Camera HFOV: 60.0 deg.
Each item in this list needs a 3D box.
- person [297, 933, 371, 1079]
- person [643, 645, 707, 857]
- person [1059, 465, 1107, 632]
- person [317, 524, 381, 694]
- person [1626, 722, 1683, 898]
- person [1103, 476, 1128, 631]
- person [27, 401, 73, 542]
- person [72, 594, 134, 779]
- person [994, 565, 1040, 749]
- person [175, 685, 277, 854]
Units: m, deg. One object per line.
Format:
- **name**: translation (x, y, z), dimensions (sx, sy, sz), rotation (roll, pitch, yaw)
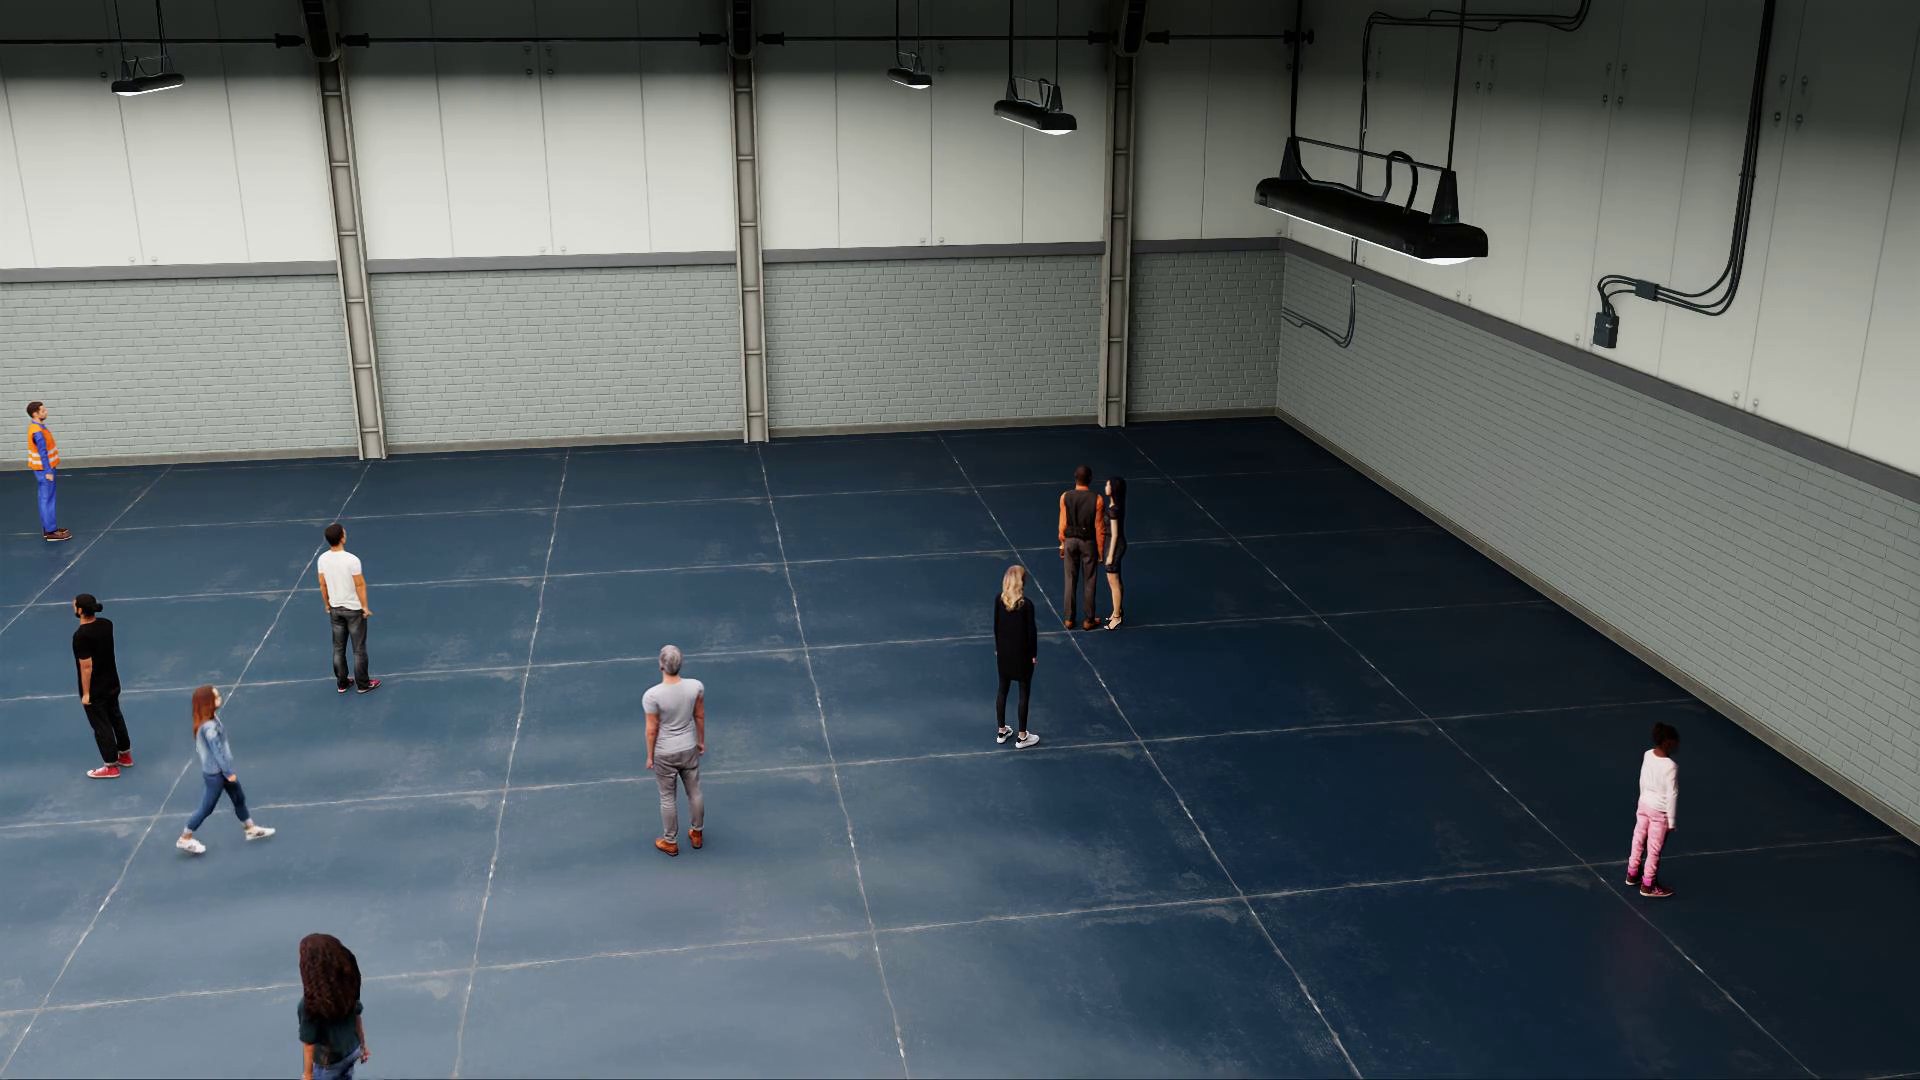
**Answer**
- **person**: translation (-3.700, 3.123, 10.015), dimensions (0.828, 1.605, 0.750), rotation (6, 19, 19)
- **person**: translation (-2.366, 1.746, 13.875), dimensions (0.658, 1.832, 0.825), rotation (-12, 21, -32)
- **person**: translation (1.375, 0.078, 18.877), dimensions (0.721, 1.908, 0.854), rotation (5, 19, 16)
- **person**: translation (-6.336, 0.697, 17.143), dimensions (0.610, 1.804, 0.774), rotation (4, 18, 11)
- **person**: translation (5.570, 2.133, 13.309), dimensions (0.501, 1.447, 0.564), rotation (-5, 19, -14)
- **person**: translation (1.755, 0.139, 18.879), dimensions (0.617, 1.791, 0.663), rotation (3, 18, 10)
- **person**: translation (-12.132, -0.932, 22.050), dimensions (0.752, 1.862, 0.777), rotation (-12, 21, -32)
- **person**: translation (-7.916, 1.323, 15.296), dimensions (0.652, 1.758, 0.687), rotation (1, 18, 5)
- **person**: translation (0.521, 1.102, 15.906), dimensions (0.663, 1.800, 0.721), rotation (12, 22, 33)
- **person**: translation (-6.293, 1.941, 13.885), dimensions (1.046, 1.456, 0.705), rotation (-8, 20, -22)
